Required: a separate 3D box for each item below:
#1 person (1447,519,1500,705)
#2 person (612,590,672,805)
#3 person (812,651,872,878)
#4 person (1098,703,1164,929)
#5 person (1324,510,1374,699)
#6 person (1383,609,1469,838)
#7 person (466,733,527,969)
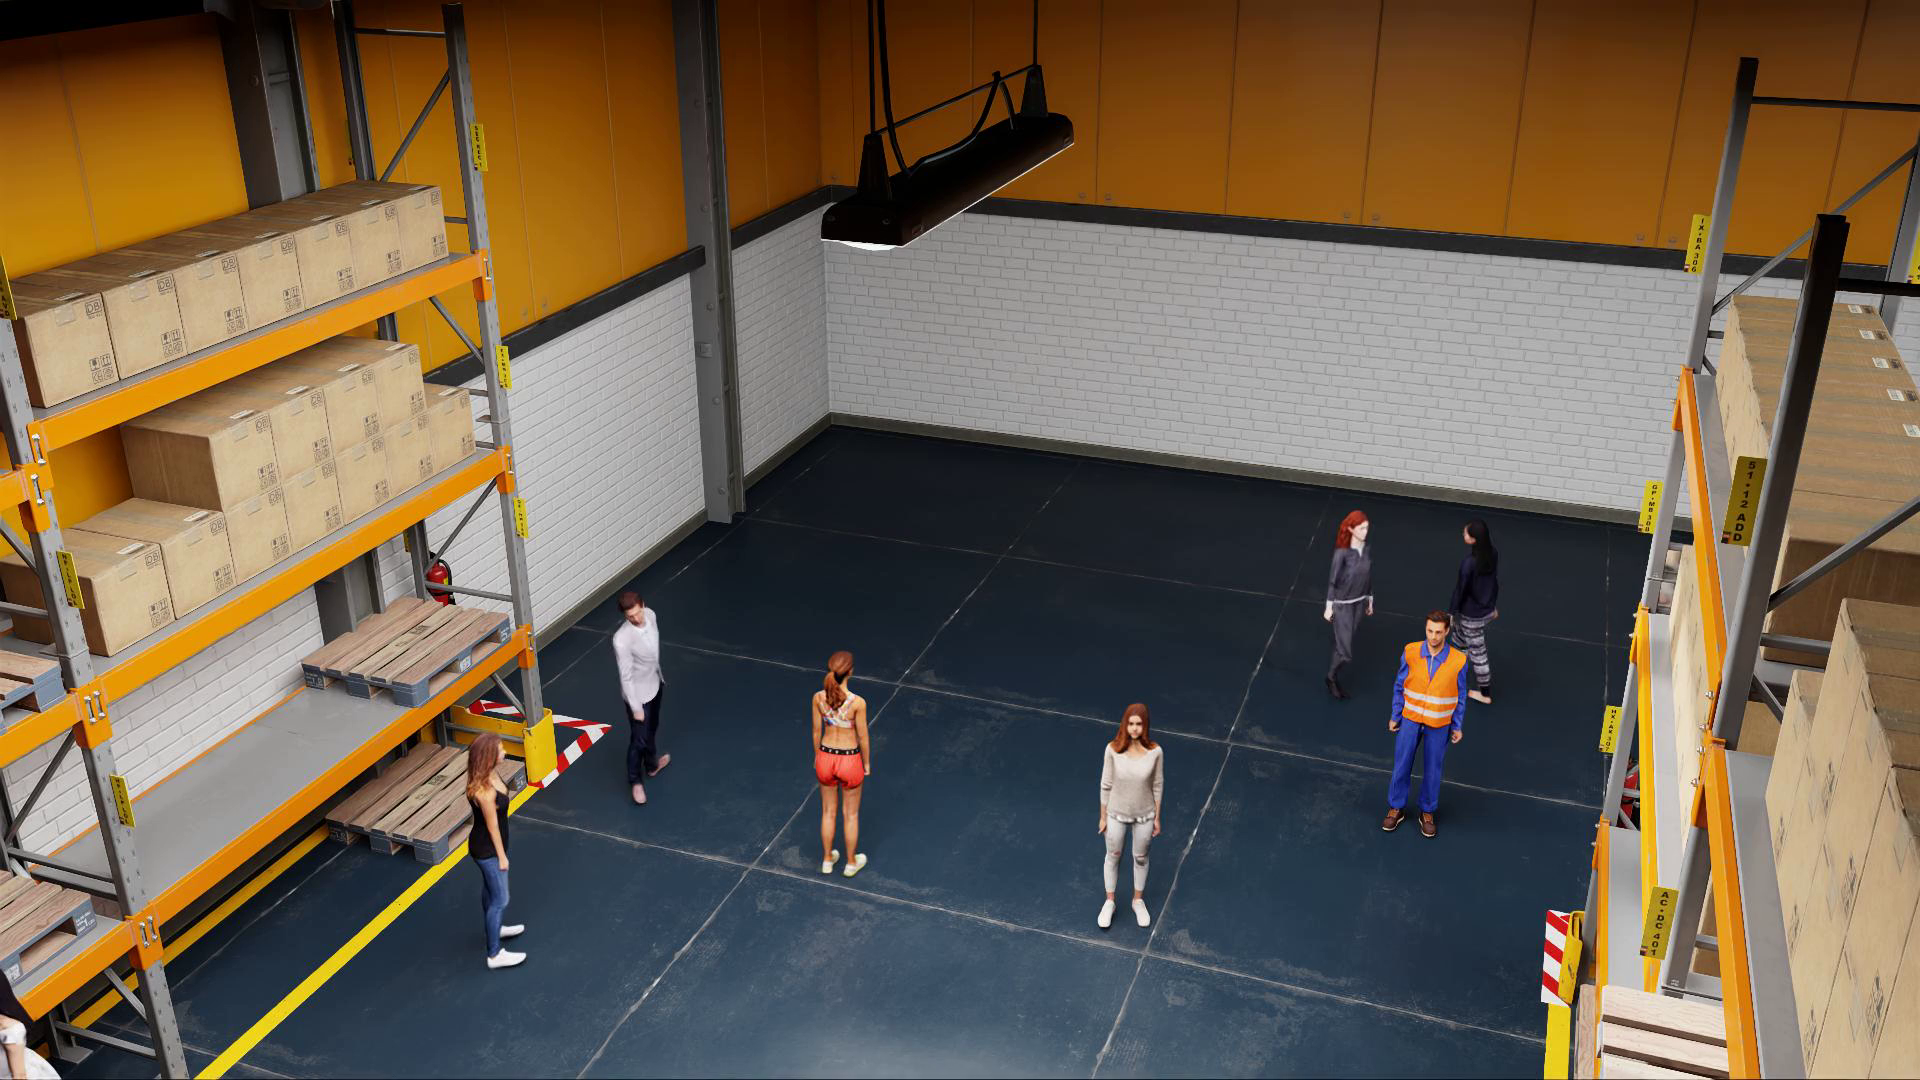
[{"bbox_3d":[4.516,0.646,14.321,0.926,1.700,0.932,-18,29,-35],"label":"person"},{"bbox_3d":[-2.496,1.137,13.053,0.945,1.814,0.485,3,24,6],"label":"person"},{"bbox_3d":[-0.866,1.622,11.980,0.598,1.786,0.563,6,24,13],"label":"person"},{"bbox_3d":[1.175,1.877,11.487,0.657,1.713,0.652,1,24,2],"label":"person"},{"bbox_3d":[3.304,0.545,14.462,0.684,1.771,0.773,-15,28,-31],"label":"person"},{"bbox_3d":[3.500,1.359,12.487,0.685,1.862,0.585,7,25,16],"label":"person"},{"bbox_3d":[-3.140,2.041,11.109,0.721,1.715,0.630,-6,24,-13],"label":"person"}]
